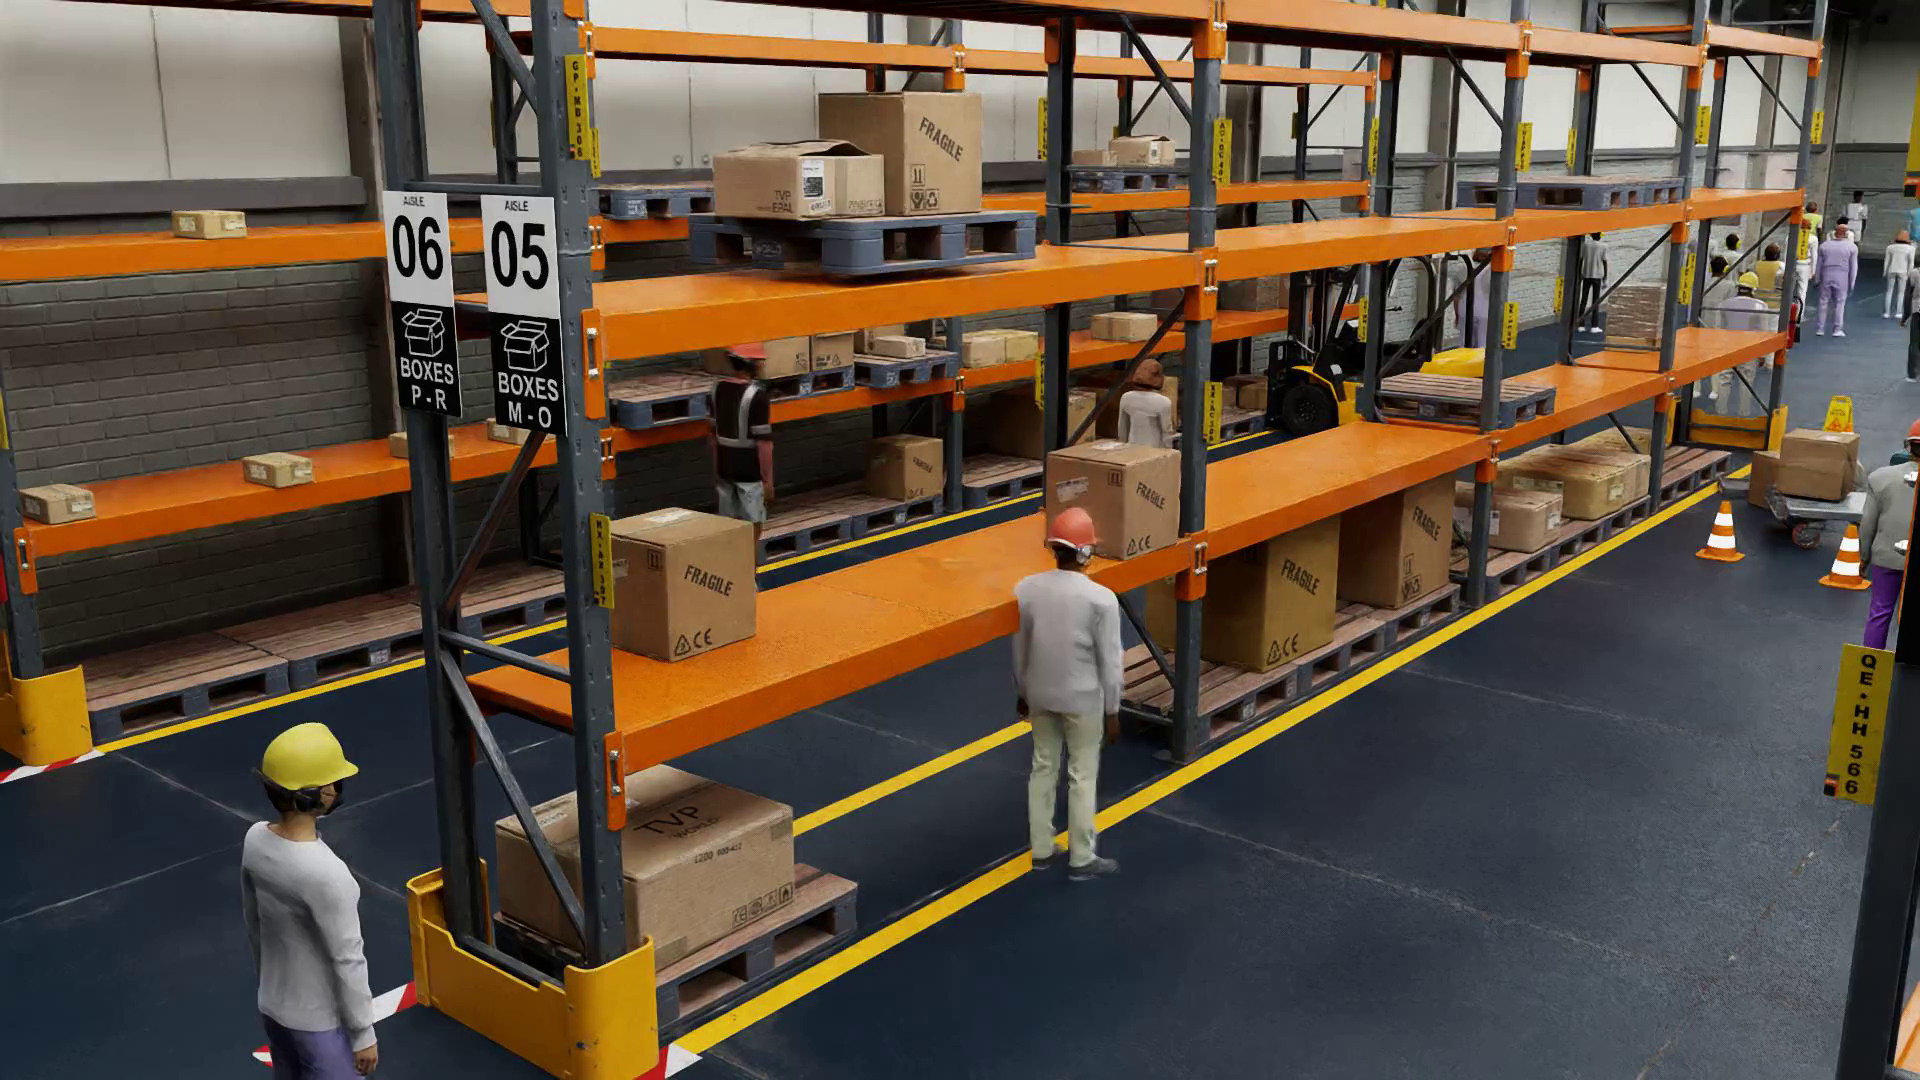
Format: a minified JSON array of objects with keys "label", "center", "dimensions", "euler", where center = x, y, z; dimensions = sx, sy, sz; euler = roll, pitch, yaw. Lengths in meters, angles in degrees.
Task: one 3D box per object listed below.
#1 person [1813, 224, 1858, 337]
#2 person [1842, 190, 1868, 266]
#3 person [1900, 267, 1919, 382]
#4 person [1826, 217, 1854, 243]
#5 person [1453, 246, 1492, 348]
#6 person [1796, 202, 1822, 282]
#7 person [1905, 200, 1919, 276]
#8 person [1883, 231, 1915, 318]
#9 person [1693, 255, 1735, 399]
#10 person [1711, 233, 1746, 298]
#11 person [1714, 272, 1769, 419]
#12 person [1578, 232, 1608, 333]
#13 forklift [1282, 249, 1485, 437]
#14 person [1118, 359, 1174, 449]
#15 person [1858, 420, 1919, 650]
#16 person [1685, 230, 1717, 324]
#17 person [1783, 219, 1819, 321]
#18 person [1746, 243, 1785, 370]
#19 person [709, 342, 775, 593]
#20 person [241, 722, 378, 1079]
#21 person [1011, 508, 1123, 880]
[{"label":"person","center":[14.935,-4.417,28.382],"dimensions":[0.663,1.896,0.432],"euler":[12,18,41]},{"label":"person","center":[23.213,-8.098,43.254],"dimensions":[0.658,1.951,0.423],"euler":[13,19,42]},{"label":"person","center":[13.463,-3.136,23.145],"dimensions":[0.627,1.903,0.404],"euler":[9,16,32]},{"label":"person","center":[18.485,-5.944,35.022],"dimensions":[0.561,1.682,0.348],"euler":[11,17,37]},{"label":"person","center":[7.042,-3.055,22.507],"dimensions":[0.697,2.000,0.539],"euler":[10,17,36]},{"label":"person","center":[19.709,-6.933,38.699],"dimensions":[0.570,1.843,0.372],"euler":[11,18,38]},{"label":"person","center":[22.356,-7.036,38.712],"dimensions":[0.614,2.040,0.390],"euler":[11,18,38]},{"label":"person","center":[17.613,-4.984,31.236],"dimensions":[0.507,1.619,0.347],"euler":[12,18,41]},{"label":"person","center":[9.819,-2.770,21.713],"dimensions":[0.533,1.864,0.310],"euler":[11,18,38]},{"label":"person","center":[12.224,-3.947,26.549],"dimensions":[0.574,1.856,0.409],"euler":[10,17,36]},{"label":"person","center":[9.190,-2.234,19.594],"dimensions":[0.600,1.829,0.404],"euler":[11,18,38]},{"label":"person","center":[11.001,-4.543,28.929],"dimensions":[0.533,1.864,0.310],"euler":[11,18,38]},{"label":"forklift","center":[4.886,-2.214,18.767],"dimensions":[2.313,2.155,1.214],"euler":[11,18,38]},{"label":"person","center":[1.523,-0.668,13.627],"dimensions":[0.507,1.631,0.266],"euler":[11,18,38]},{"label":"person","center":[5.838,0.107,10.227],"dimensions":[0.572,1.748,0.342],"euler":[11,18,38]},{"label":"person","center":[13.410,-4.824,30.114],"dimensions":[0.515,1.842,0.328],"euler":[11,18,38]},{"label":"person","center":[15.474,-4.968,30.667],"dimensions":[0.585,1.875,0.404],"euler":[12,18,41]},{"label":"person","center":[11.856,-3.431,24.451],"dimensions":[0.633,1.841,0.429],"euler":[11,18,38]},{"label":"person","center":[-1.551,-0.491,12.109],"dimensions":[0.615,2.029,0.481],"euler":[12,18,41]},{"label":"person","center":[-1.903,1.392,4.968],"dimensions":[0.533,1.767,0.325],"euler":[11,18,38]},{"label":"person","center":[0.513,0.718,7.791],"dimensions":[0.593,1.738,0.377],"euler":[9,16,33]}]
